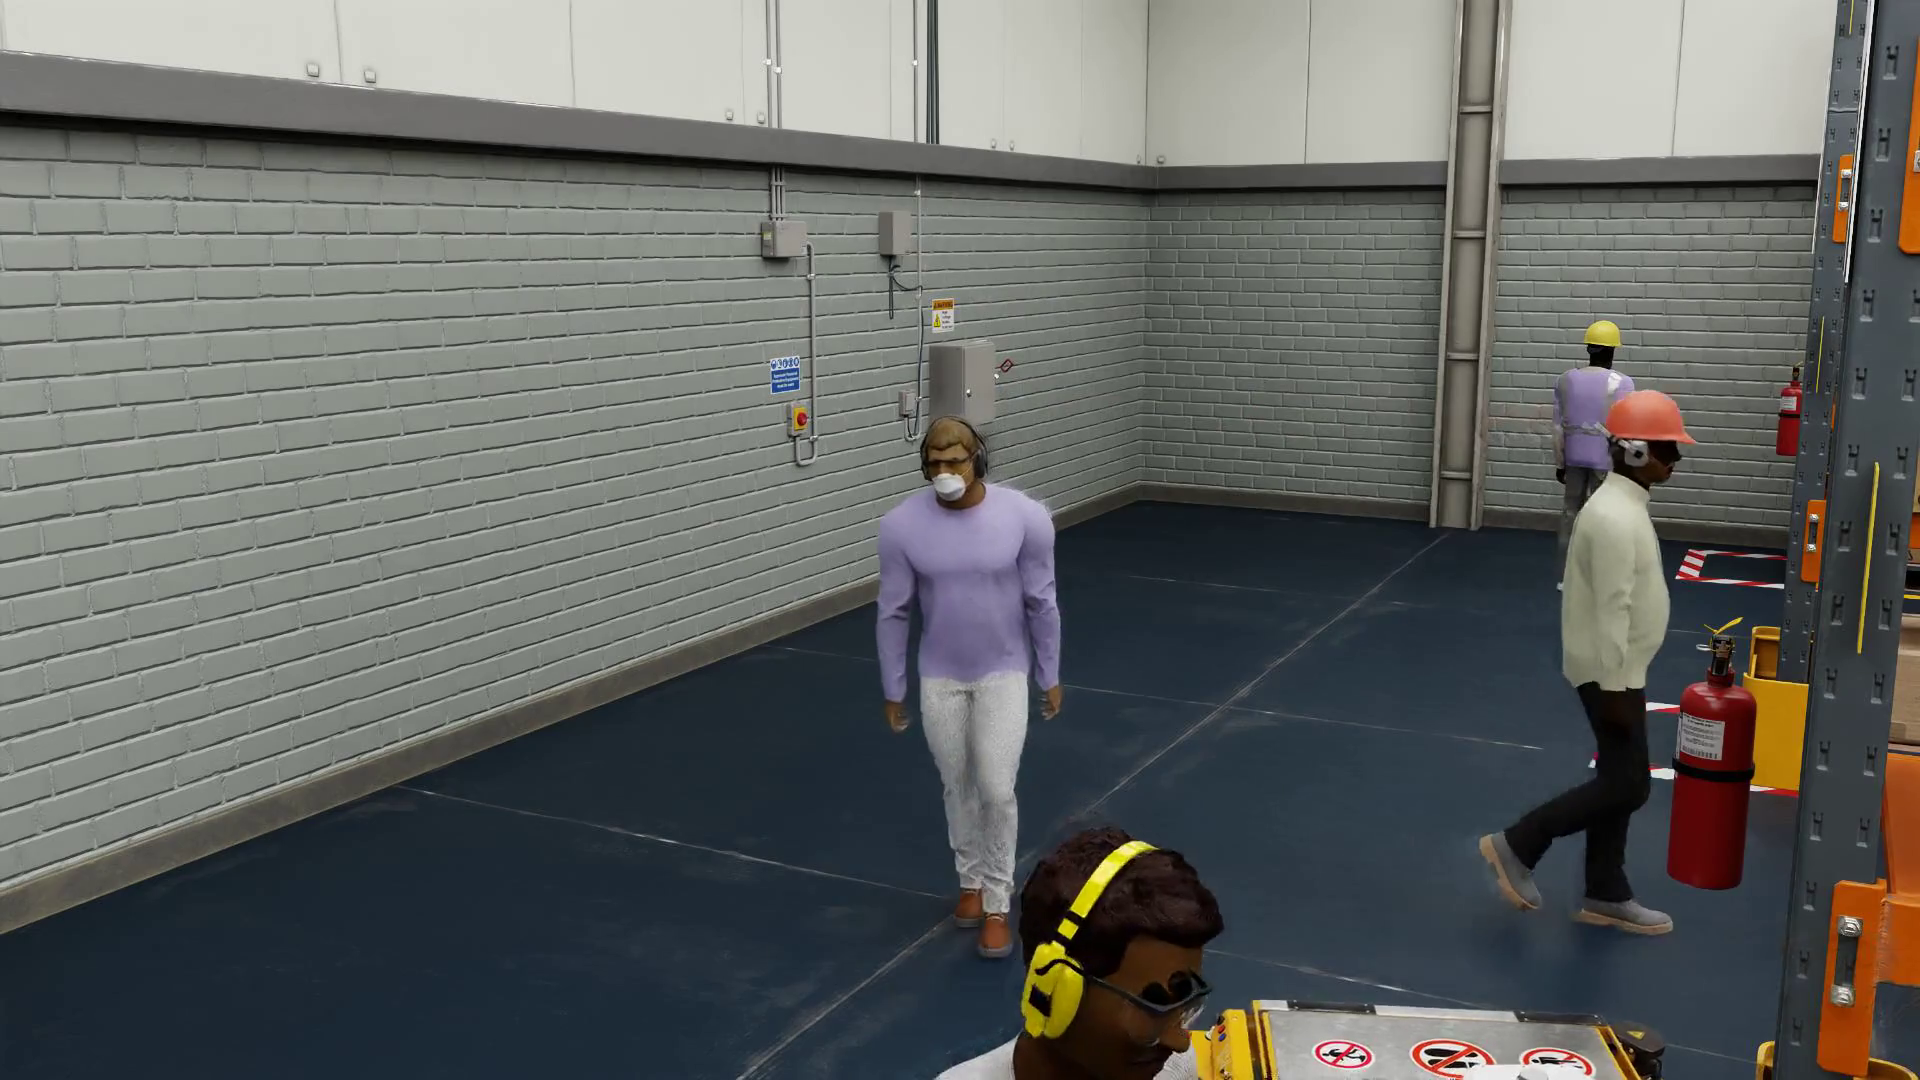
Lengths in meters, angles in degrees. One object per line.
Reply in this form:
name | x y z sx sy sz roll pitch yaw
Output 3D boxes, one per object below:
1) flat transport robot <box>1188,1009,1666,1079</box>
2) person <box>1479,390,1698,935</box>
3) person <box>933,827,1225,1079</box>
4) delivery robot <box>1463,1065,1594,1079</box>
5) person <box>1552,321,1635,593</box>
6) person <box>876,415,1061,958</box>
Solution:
flat transport robot | 1.294 1.542 4.663 1.431 0.197 0.652 1 10 6
person | 2.280 0.449 5.957 0.565 1.979 0.632 5 11 24
person | 0.067 1.230 2.088 0.656 1.835 0.506 -7 13 -35
delivery robot | 1.429 1.493 3.900 0.477 0.478 0.707 0 10 0
person | 4.416 -0.559 11.602 0.363 1.927 0.587 -9 14 -42
person | 0.019 0.504 5.867 0.642 1.902 0.704 2 11 12
